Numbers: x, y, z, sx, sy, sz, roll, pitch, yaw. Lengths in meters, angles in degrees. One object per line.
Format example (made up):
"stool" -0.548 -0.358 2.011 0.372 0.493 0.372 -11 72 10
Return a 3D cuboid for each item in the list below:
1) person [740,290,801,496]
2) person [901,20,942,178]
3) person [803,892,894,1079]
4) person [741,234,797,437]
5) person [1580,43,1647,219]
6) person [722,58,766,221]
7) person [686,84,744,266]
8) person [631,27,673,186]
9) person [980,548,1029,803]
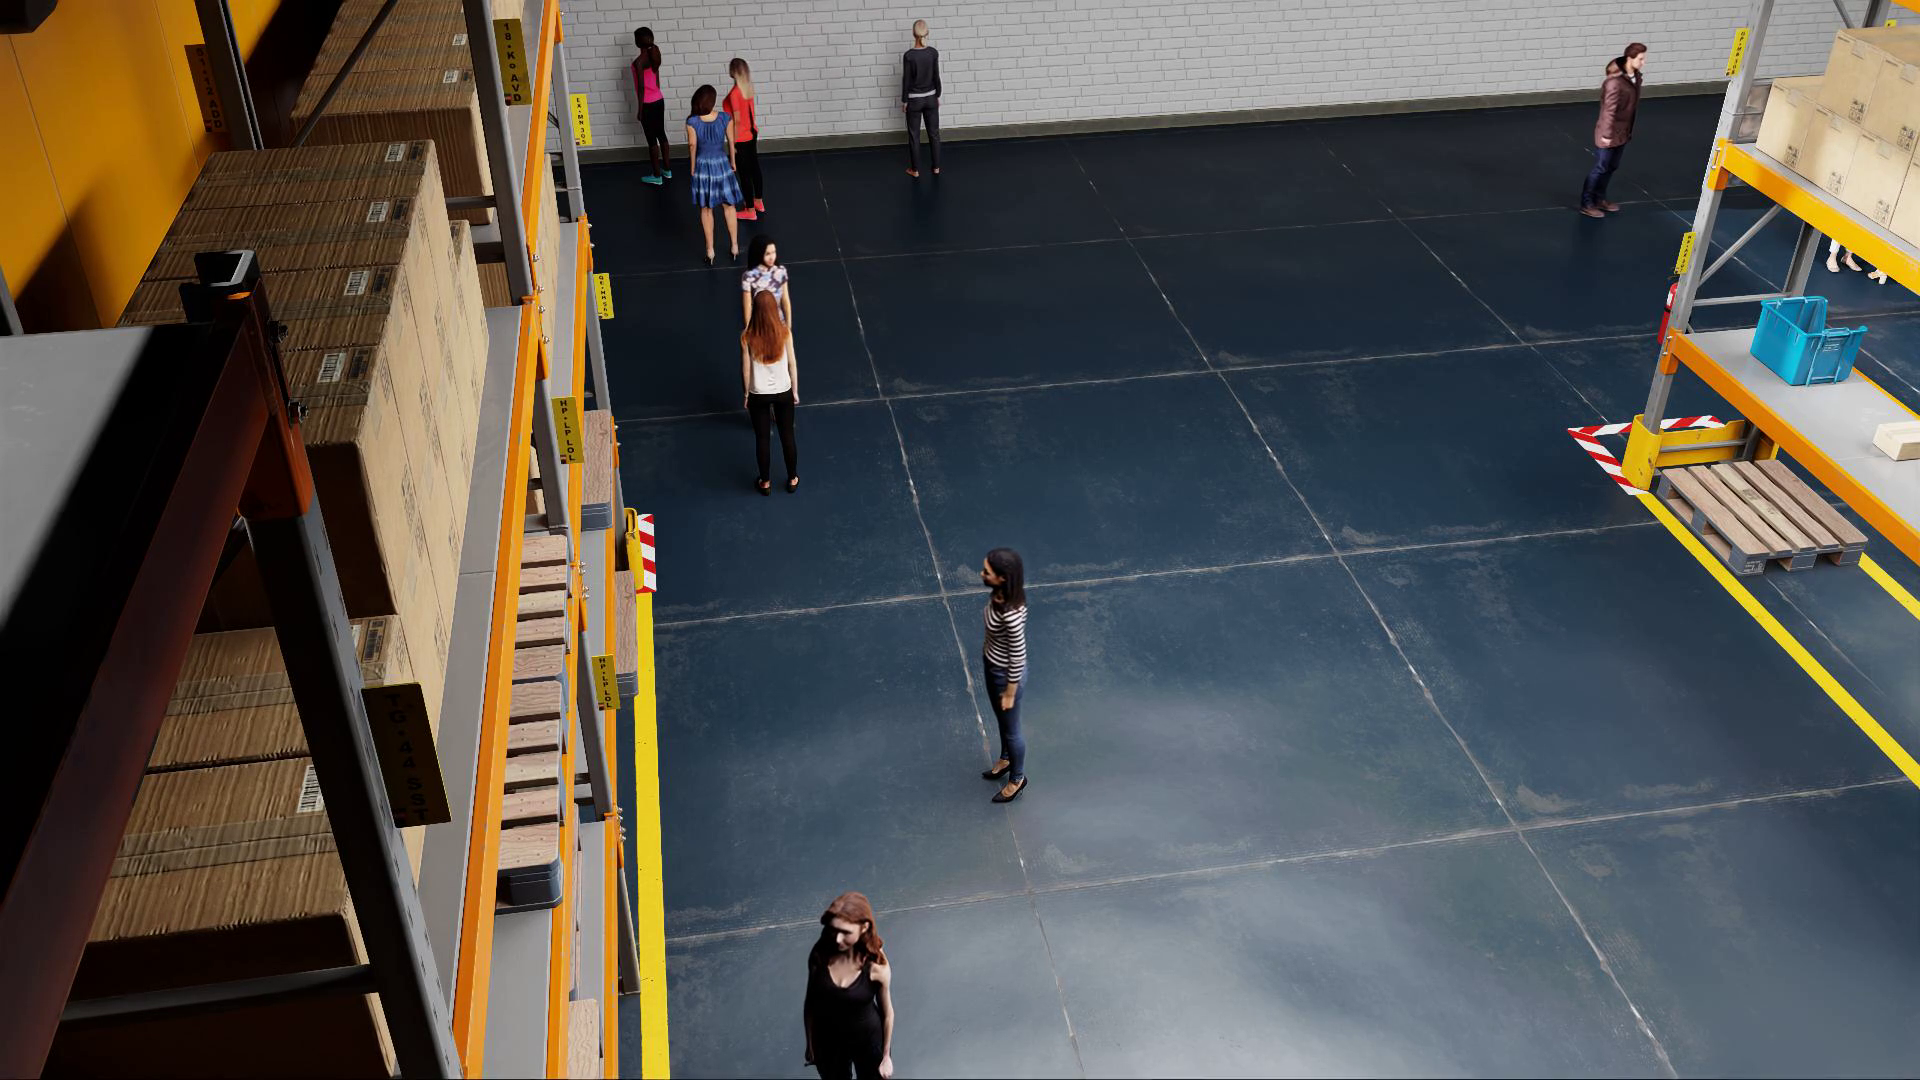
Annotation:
"person" -1.451 -1.126 12.792 0.580 1.722 0.492 -6 34 -10
"person" -0.429 -4.918 18.495 0.653 1.726 0.579 -12 35 -17
"person" -0.493 2.272 7.657 0.648 1.748 0.645 7 34 10
"person" -1.579 -1.685 13.623 0.661 1.733 0.650 -21 39 -29
"person" 6.870 -4.324 17.495 0.861 1.842 0.880 -29 43 -36
"person" -2.267 -4.219 17.472 0.736 1.693 0.623 11 35 16
"person" -2.445 -3.619 16.467 0.707 1.806 0.630 -12 35 -17
"person" -3.394 -4.789 18.303 0.713 1.724 0.638 15 36 21
"person" 0.265 0.801 9.828 0.654 1.795 0.439 -6 34 -9
